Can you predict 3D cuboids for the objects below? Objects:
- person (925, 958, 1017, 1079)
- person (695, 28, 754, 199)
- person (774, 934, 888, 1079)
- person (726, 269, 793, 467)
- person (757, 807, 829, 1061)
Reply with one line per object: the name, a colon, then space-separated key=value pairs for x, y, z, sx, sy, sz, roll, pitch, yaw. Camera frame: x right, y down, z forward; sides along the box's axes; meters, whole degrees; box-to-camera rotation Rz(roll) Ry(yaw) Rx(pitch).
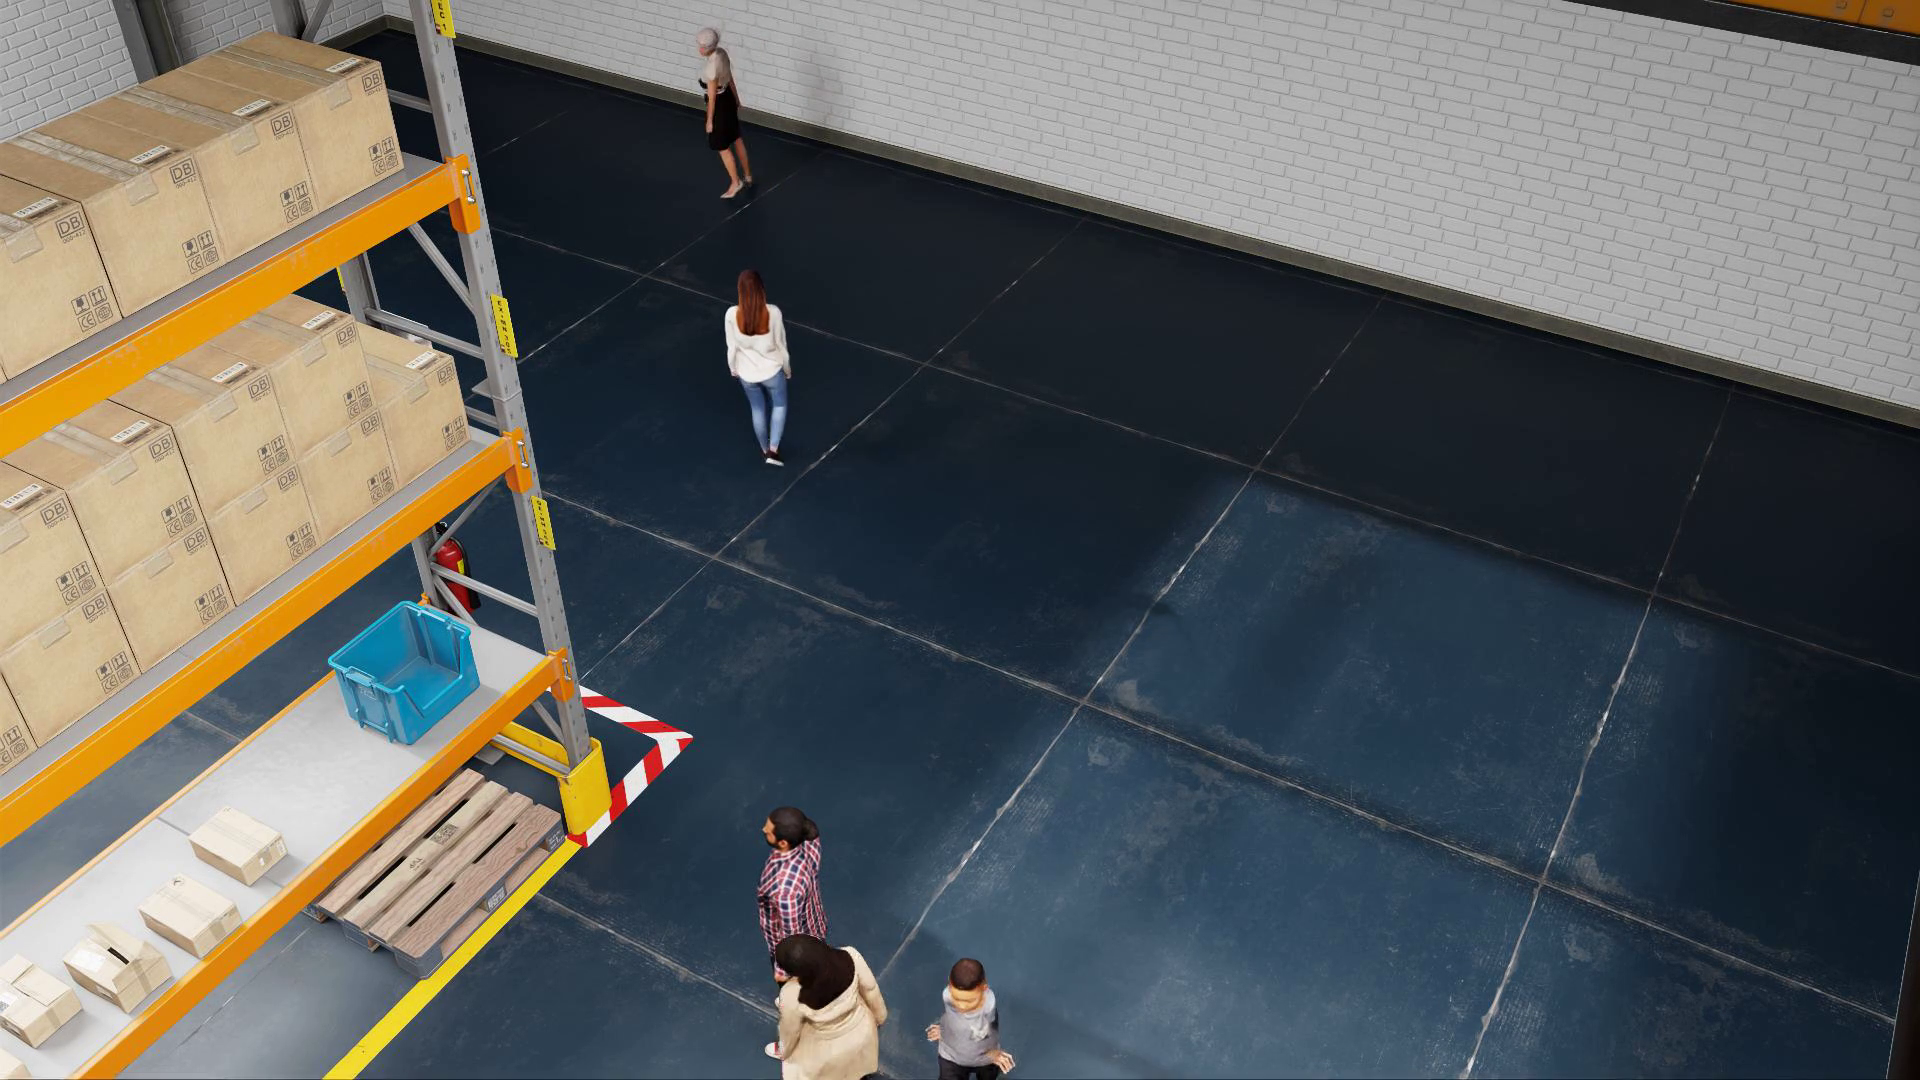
person: x=0.060 y=2.395 z=8.096 sx=0.781 sy=1.416 sz=0.898 roll=6 pitch=39 yaw=8
person: x=-2.221 y=-4.122 z=16.010 sx=0.902 sy=1.725 sz=0.658 roll=16 pitch=41 yaw=19
person: x=-0.545 y=2.380 z=7.927 sx=0.697 sy=1.651 sz=0.829 roll=-9 pitch=39 yaw=-11
person: x=-1.481 y=-1.223 z=12.414 sx=0.808 sy=1.682 sz=0.894 roll=1 pitch=39 yaw=1
person: x=-0.835 y=1.953 z=8.374 sx=0.842 sy=1.760 sz=0.702 roll=3 pitch=39 yaw=3
